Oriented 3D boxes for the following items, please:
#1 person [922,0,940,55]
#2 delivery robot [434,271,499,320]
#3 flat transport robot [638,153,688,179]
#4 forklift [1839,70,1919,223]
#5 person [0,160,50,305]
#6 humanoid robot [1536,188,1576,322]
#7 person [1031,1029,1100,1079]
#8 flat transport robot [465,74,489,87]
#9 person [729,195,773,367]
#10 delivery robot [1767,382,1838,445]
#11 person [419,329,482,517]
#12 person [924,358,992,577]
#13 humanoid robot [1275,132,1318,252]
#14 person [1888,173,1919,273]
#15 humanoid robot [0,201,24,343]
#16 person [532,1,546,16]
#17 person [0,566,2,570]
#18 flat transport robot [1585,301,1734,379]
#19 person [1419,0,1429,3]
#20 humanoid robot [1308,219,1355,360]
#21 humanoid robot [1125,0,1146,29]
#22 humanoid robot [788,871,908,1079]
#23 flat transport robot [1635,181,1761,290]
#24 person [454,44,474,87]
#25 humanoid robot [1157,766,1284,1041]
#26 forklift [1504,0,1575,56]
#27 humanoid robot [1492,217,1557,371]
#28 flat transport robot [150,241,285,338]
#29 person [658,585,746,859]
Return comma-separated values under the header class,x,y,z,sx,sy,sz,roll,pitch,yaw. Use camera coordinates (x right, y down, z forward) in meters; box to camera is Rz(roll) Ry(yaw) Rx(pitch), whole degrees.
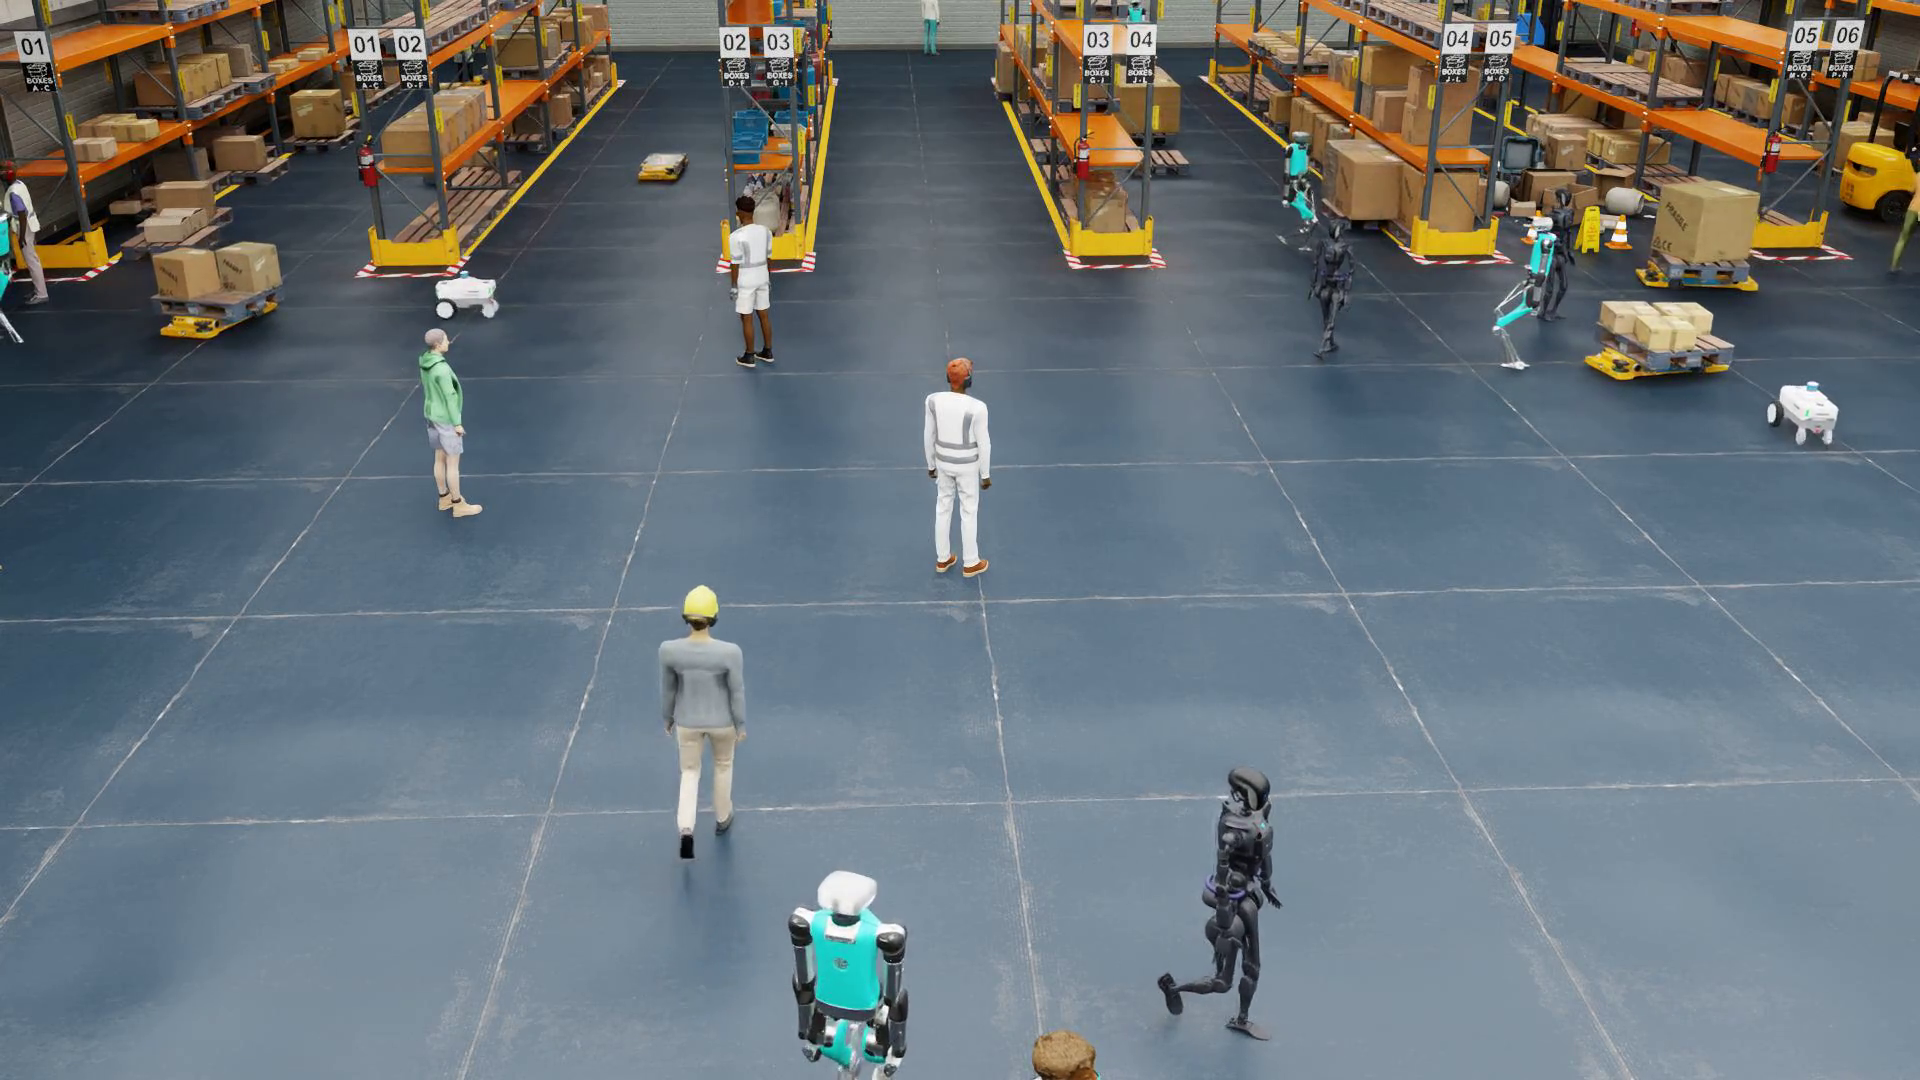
class,x,y,z,sx,sy,sz,roll,pitch,yaw
person,-0.733,-13.330,42.586,0.532,1.765,0.327,18,30,35
delivery robot,-6.284,-3.101,21.108,0.812,0.609,0.499,-2,24,-4
flat transport robot,-5.211,-6.573,29.242,0.659,0.231,1.431,0,24,0
forklift,15.132,-6.143,25.915,2.313,2.155,1.214,-1,24,-2
person,-12.085,-3.981,21.473,0.382,1.848,0.569,-12,27,-25
humanoid robot,7.434,-3.558,20.721,0.590,1.650,0.339,-18,30,-35
person,0.360,2.678,6.433,0.371,1.917,0.488,4,24,8
flat transport robot,-10.645,-10.599,38.288,0.659,0.231,1.431,14,27,28
person,-2.393,-2.969,19.076,0.377,1.958,0.596,19,30,36
delivery robot,8.711,-1.336,17.128,0.499,0.599,0.774,1,24,3
person,-4.662,-1.062,15.045,0.338,1.743,0.473,-20,31,-38
person,-0.014,-0.602,13.839,0.583,1.882,0.337,12,27,24
humanoid robot,4.904,-4.913,23.704,0.547,1.737,1.007,-19,30,-36
person,13.256,-4.500,22.866,0.925,1.654,0.461,-12,27,-26
humanoid robot,-11.586,-3.129,19.748,0.833,1.806,0.530,2,24,3
person,-10.313,-12.615,40.860,0.383,1.861,0.514,21,31,39
person,-8.386,-0.558,13.743,0.380,1.890,0.563,11,26,24
flat transport robot,8.021,-2.068,19.119,1.431,0.231,0.659,-5,25,-12
person,11.666,-12.992,41.784,0.391,1.799,0.599,-6,25,-14
humanoid robot,4.285,-2.918,19.329,0.596,1.624,0.751,22,32,40
humanoid robot,4.191,-11.666,38.940,0.536,1.804,0.822,-9,25,-19
humanoid robot,-0.447,2.215,7.720,0.530,1.812,0.676,6,25,13
flat transport robot,9.959,-3.569,22.493,1.431,0.231,0.659,4,24,8
person,-11.265,-11.114,37.687,0.539,1.696,0.317,-1,24,-1
humanoid robot,1.383,1.848,8.613,0.571,1.641,0.588,15,28,30
forklift,14.700,-13.805,42.301,1.873,2.768,1.129,-1,24,-2
humanoid robot,6.301,-2.781,18.841,0.680,1.753,0.549,5,24,11
flat transport robot,-9.262,-2.819,20.806,0.659,0.231,1.431,6,25,12
person,-1.567,1.118,10.142,0.530,1.742,0.663,1,24,2
